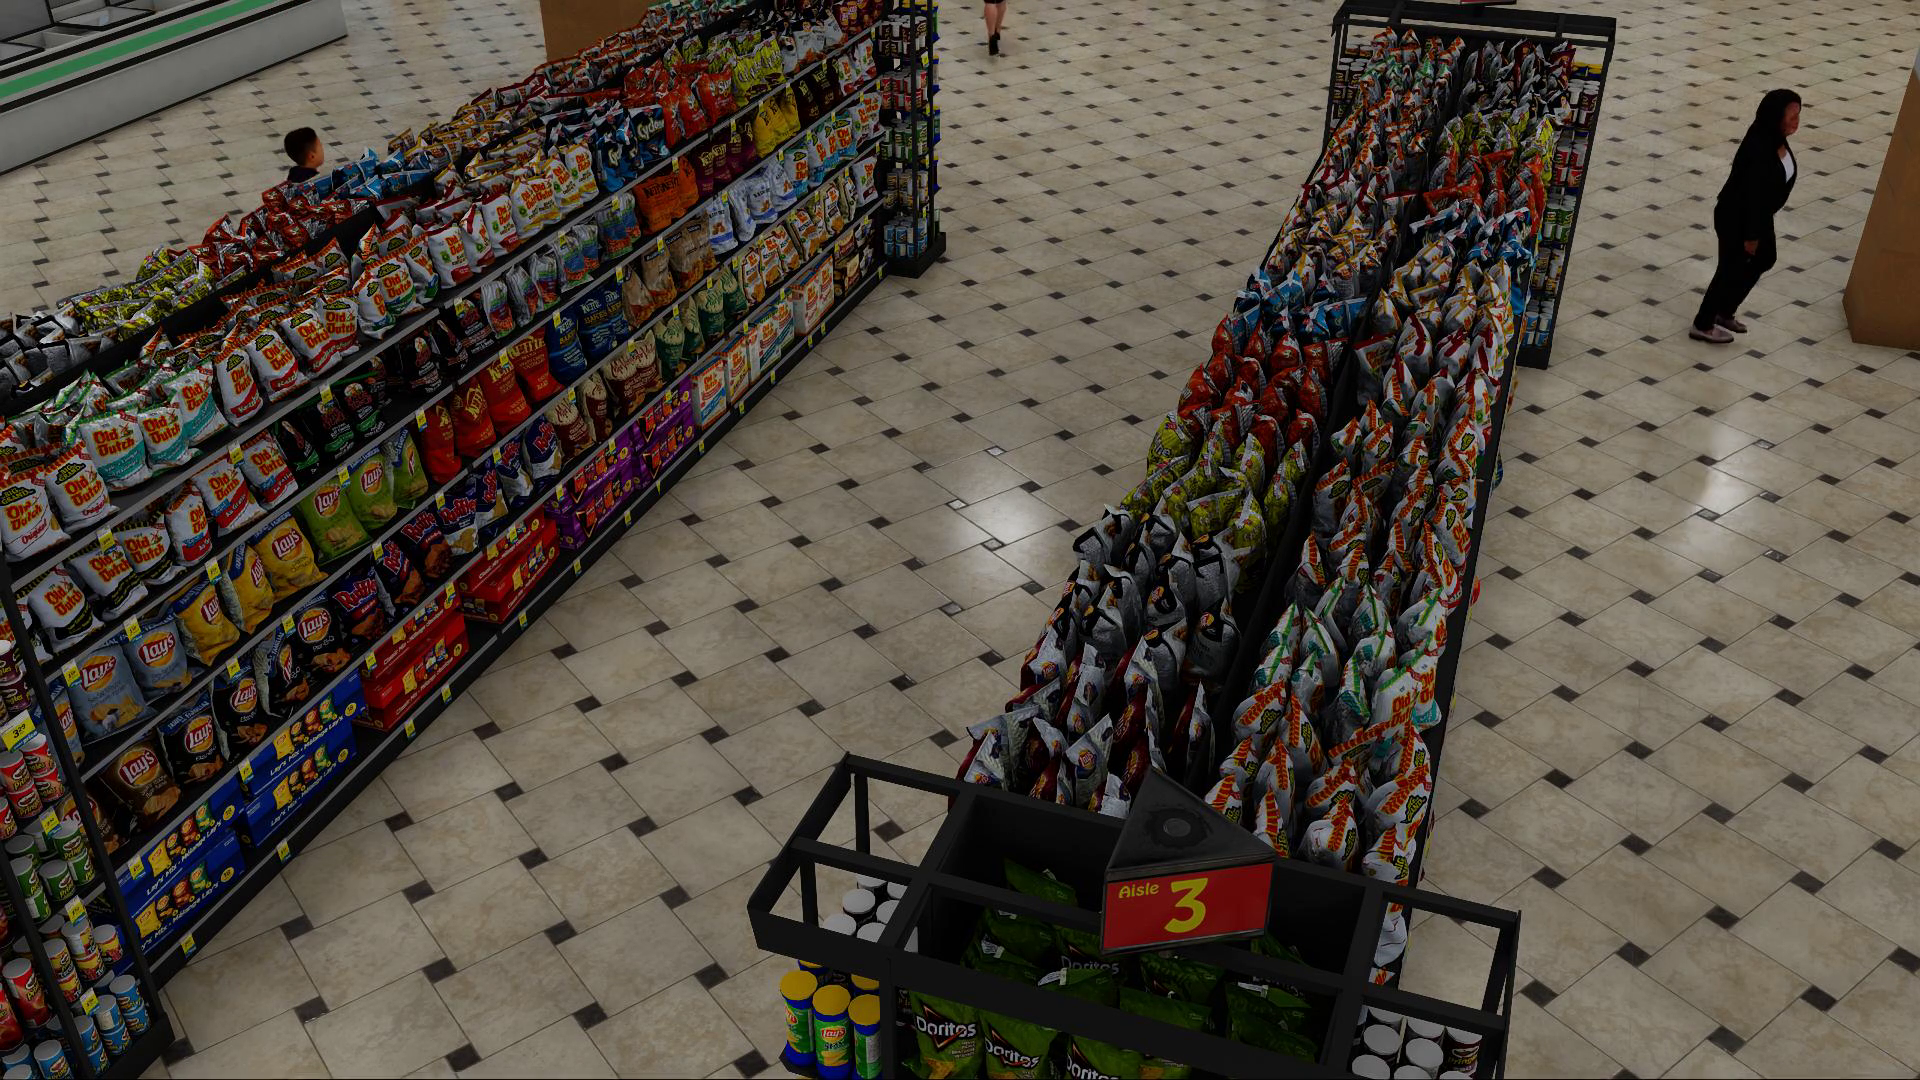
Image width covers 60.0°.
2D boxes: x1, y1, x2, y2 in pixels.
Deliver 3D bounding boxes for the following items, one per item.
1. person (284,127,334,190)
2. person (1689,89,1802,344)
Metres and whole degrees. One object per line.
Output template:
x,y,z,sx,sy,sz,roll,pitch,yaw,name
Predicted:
-3.879,-1.700,9.910,0.774,1.428,0.953,23,39,32,person
4.722,-1.970,10.177,0.766,1.604,0.629,17,36,25,person
